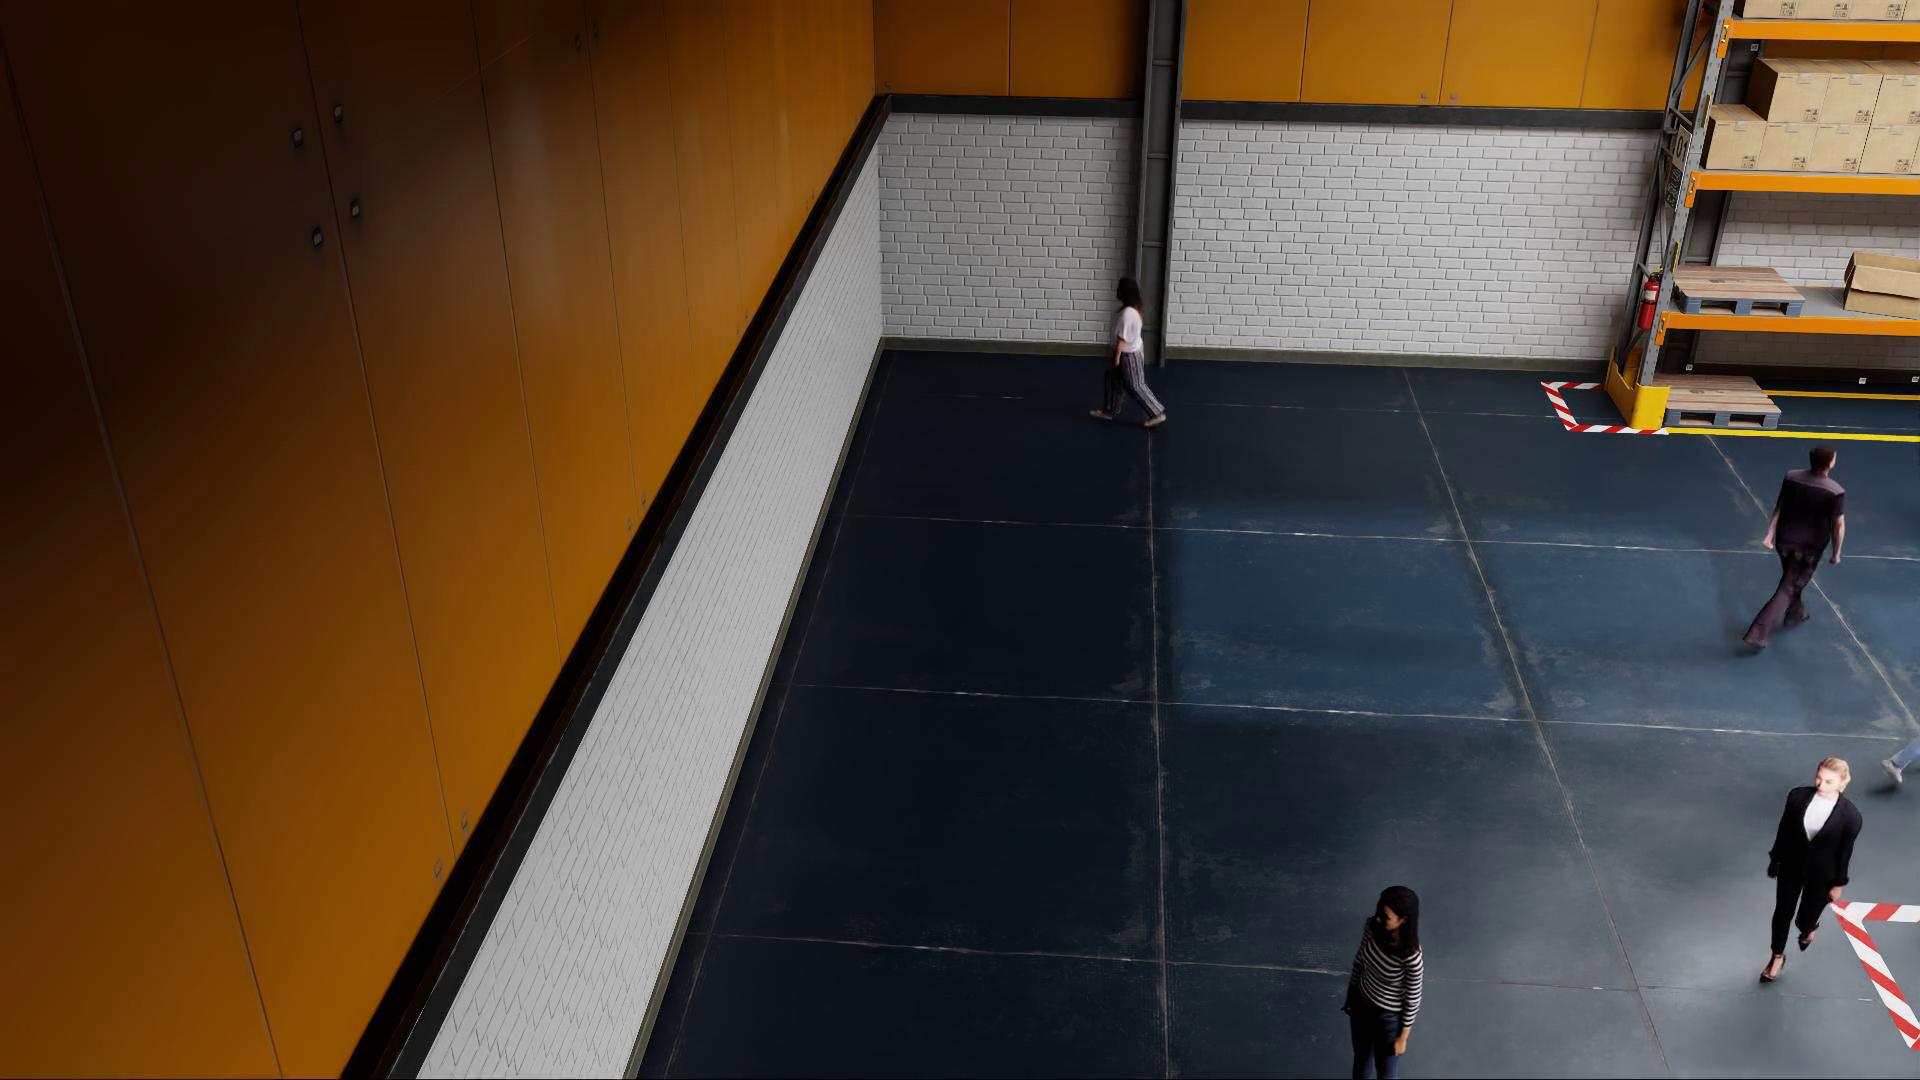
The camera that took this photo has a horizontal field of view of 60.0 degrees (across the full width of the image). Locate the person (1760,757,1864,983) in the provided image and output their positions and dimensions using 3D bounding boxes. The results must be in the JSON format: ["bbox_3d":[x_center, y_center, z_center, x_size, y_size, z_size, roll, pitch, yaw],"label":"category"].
[{"bbox_3d":[5.303,2.041,10.336,0.896,1.689,0.839,-24,37,-37],"label":"person"}]

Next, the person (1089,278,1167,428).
[{"bbox_3d":[1.873,-1.972,17.737,1.152,1.647,0.822,7,29,13],"label":"person"}]

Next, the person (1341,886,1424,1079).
[{"bbox_3d":[2.316,2.621,9.160,0.673,1.796,0.658,-15,32,-26],"label":"person"}]

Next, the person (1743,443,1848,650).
[{"bbox_3d":[6.922,0.086,13.797,1.328,1.808,1.160,-15,32,-26],"label":"person"}]
